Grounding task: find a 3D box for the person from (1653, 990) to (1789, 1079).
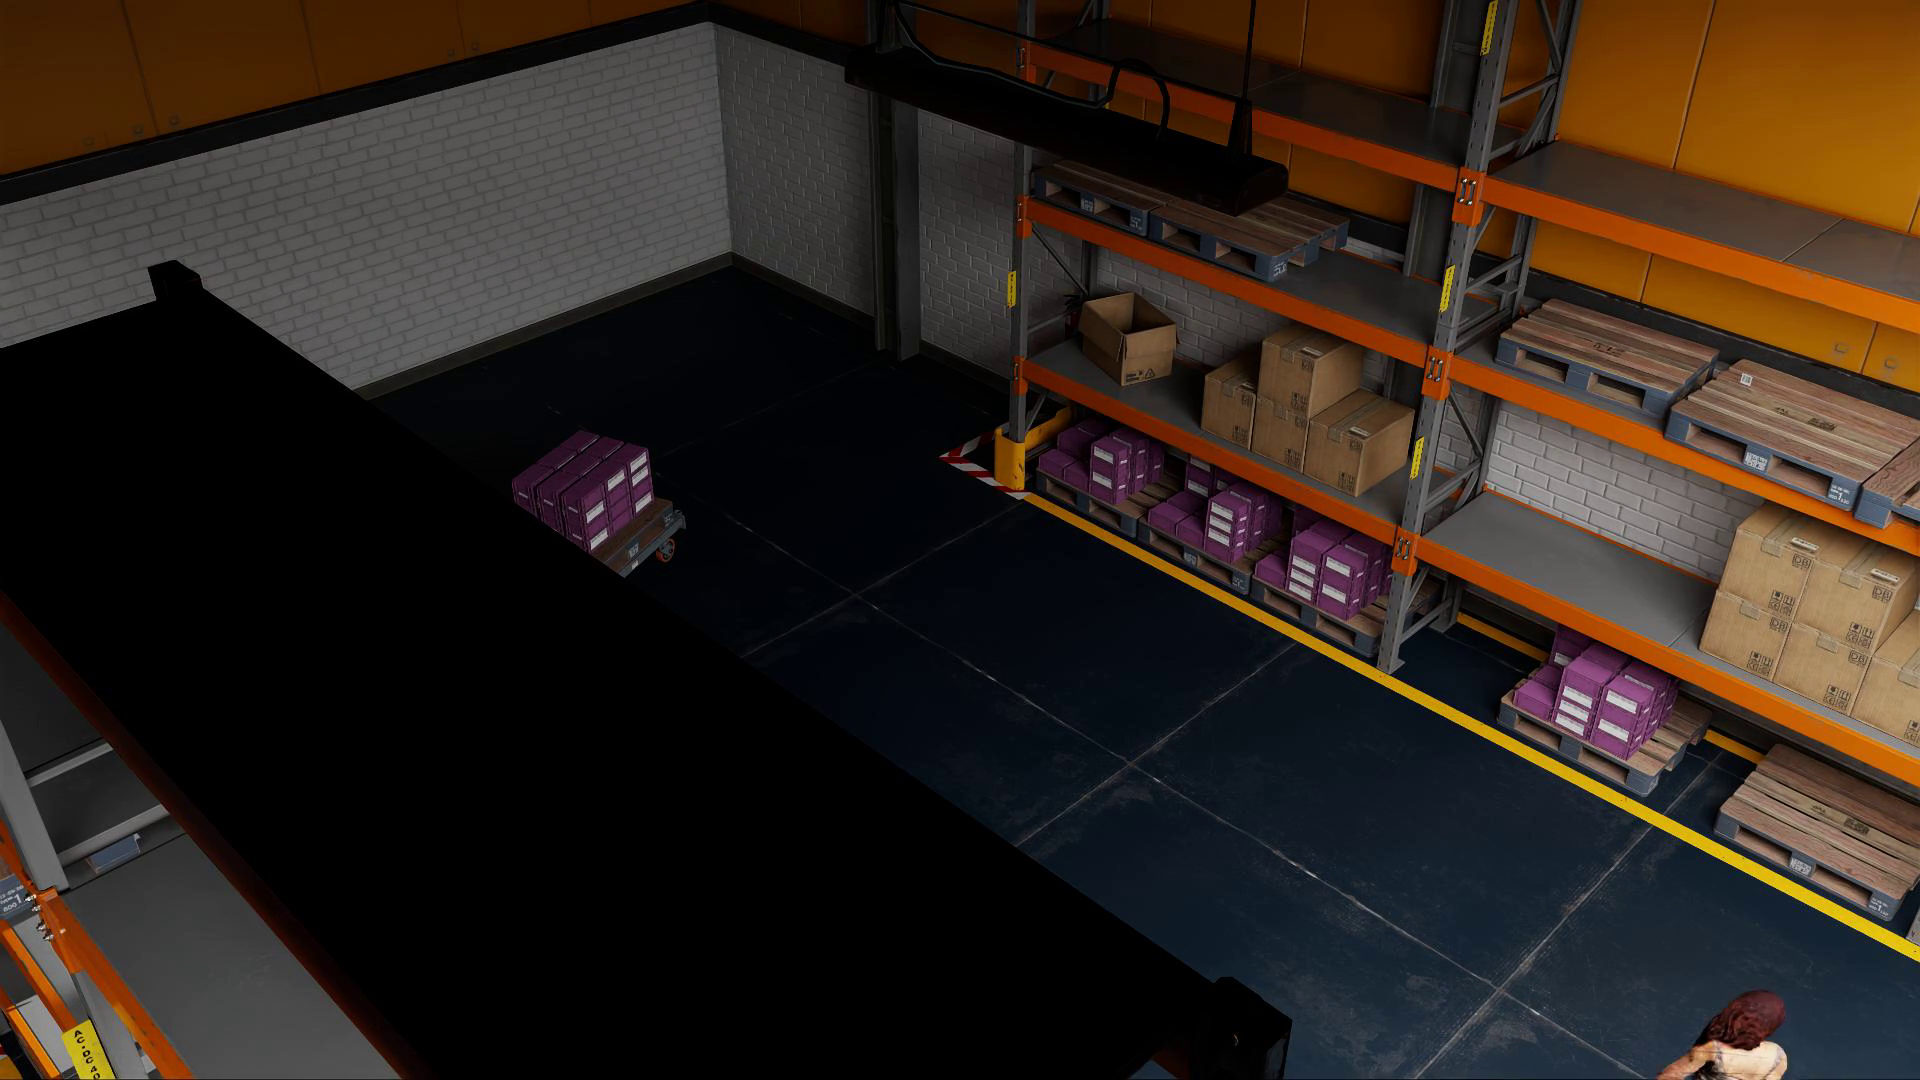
[{"bbox_3d":[3.859,3.053,8.465,1.195,1.705,1.271,-2,34,-4],"label":"person"}]
